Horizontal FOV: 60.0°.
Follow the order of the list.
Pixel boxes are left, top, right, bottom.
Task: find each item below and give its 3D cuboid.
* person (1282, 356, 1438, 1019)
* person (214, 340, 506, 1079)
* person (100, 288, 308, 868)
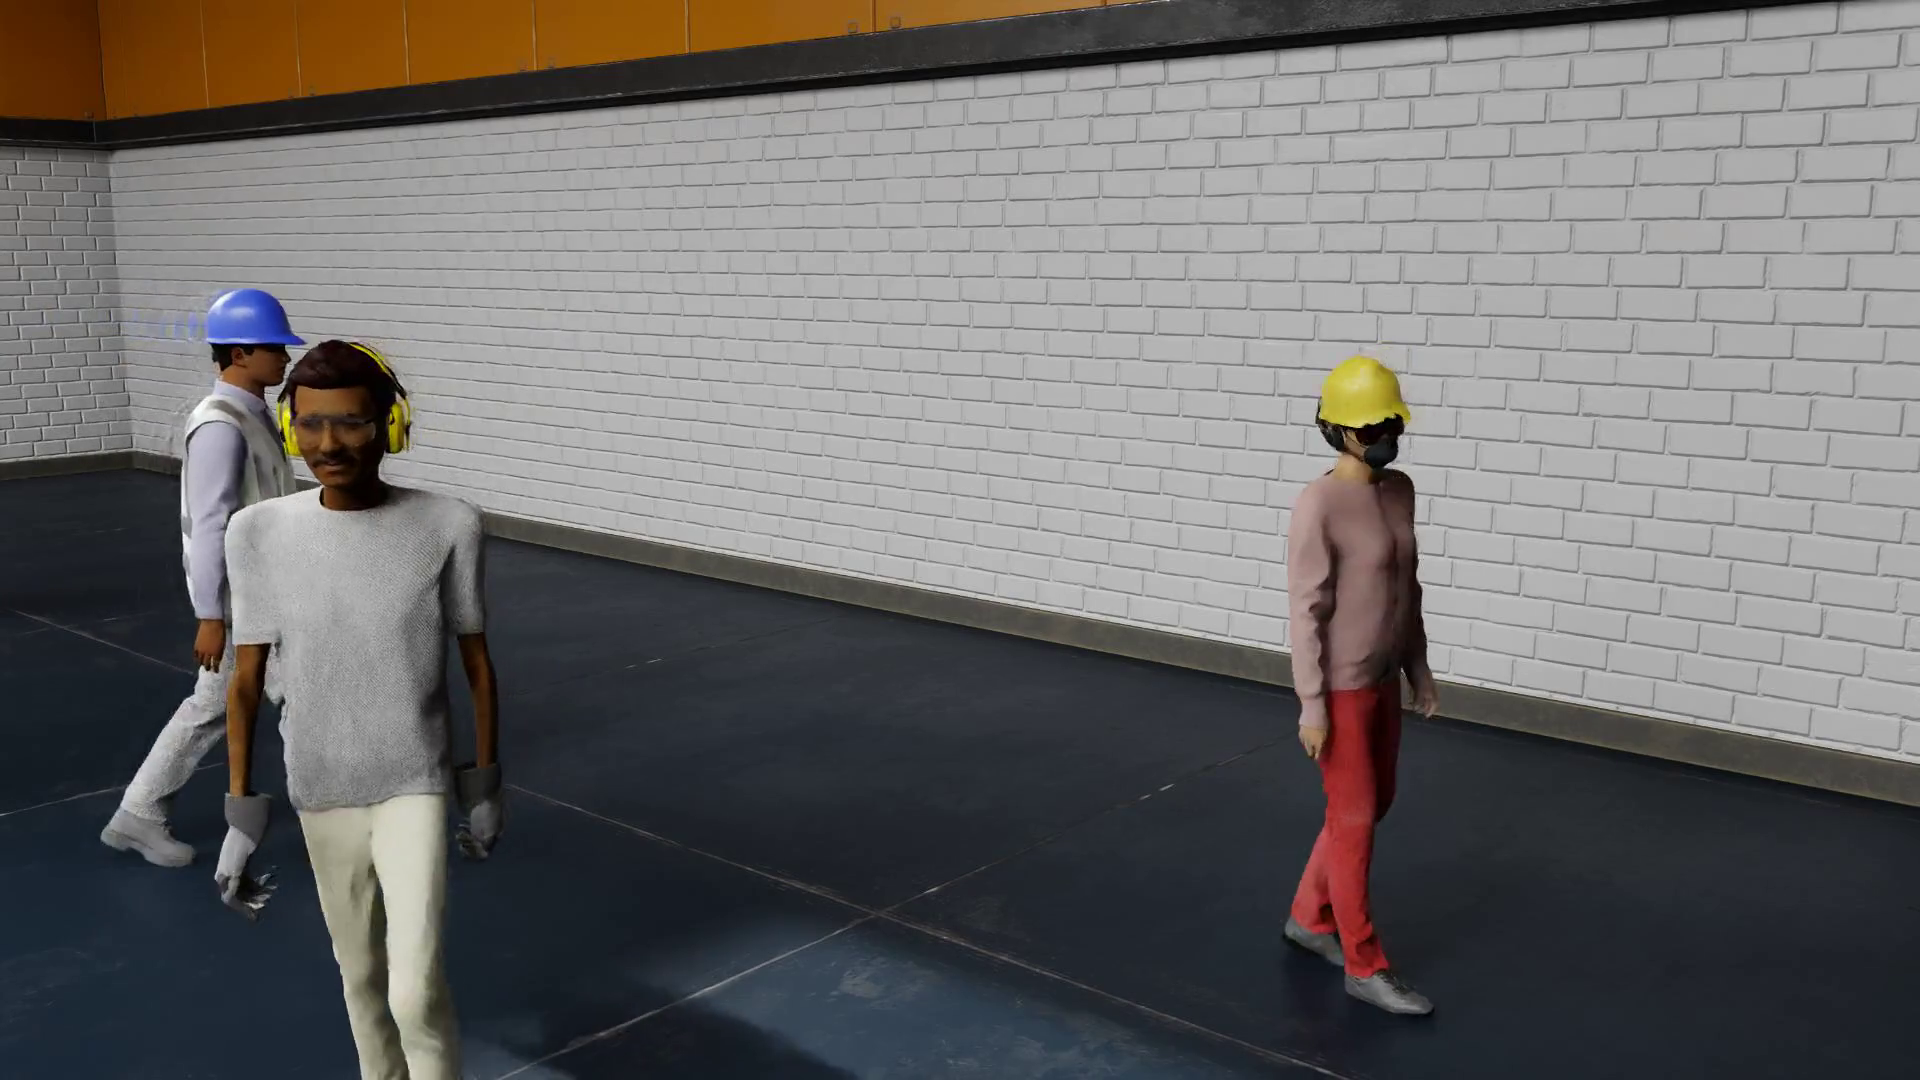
[{"bbox_3d":[1.098,0.396,4.464,0.534,1.763,0.551,8,13,40],"label":"person"},{"bbox_3d":[-1.187,0.539,3.272,0.504,1.844,0.729,-1,10,-4],"label":"person"},{"bbox_3d":[-2.338,0.150,5.342,0.993,1.906,0.629,-2,10,-14],"label":"person"}]
